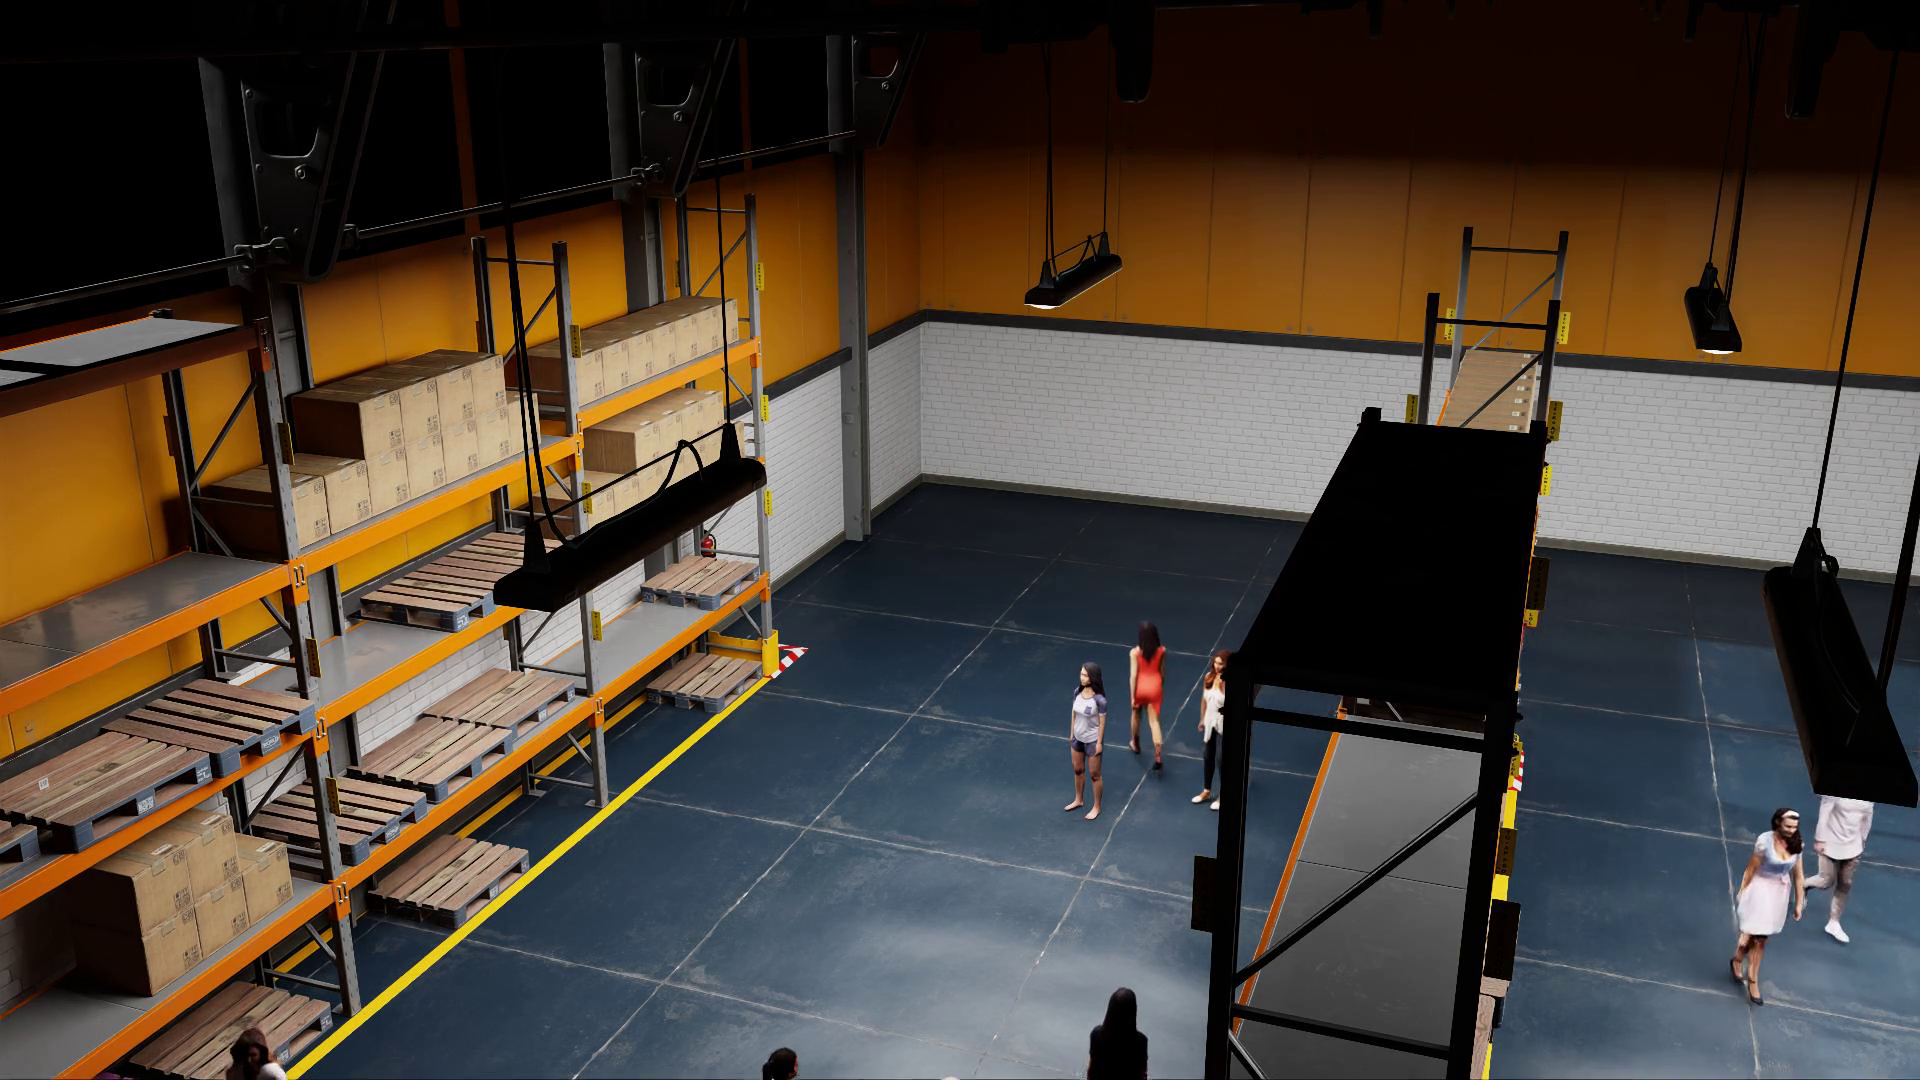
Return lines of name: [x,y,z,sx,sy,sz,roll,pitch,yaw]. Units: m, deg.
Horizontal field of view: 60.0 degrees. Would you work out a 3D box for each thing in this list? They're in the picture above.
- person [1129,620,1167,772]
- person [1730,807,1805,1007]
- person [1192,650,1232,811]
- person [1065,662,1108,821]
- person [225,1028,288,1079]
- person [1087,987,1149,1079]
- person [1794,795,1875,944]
person: [2.106,1.734,18.417,0.934,1.687,1.184,-2,19,-7]
person: [6.902,3.048,14.366,0.888,1.781,1.017,-2,19,-6]
person: [2.738,1.981,17.535,0.681,1.783,0.667,-15,24,-37]
person: [1.341,2.070,17.388,0.670,1.706,0.665,17,25,41]
person: [-4.753,4.058,11.438,0.739,1.738,0.836,5,19,13]
person: [1.070,3.979,11.644,0.660,1.755,0.732,3,19,9]
person: [8.019,2.732,15.231,0.898,1.830,1.040,-1,19,-4]
